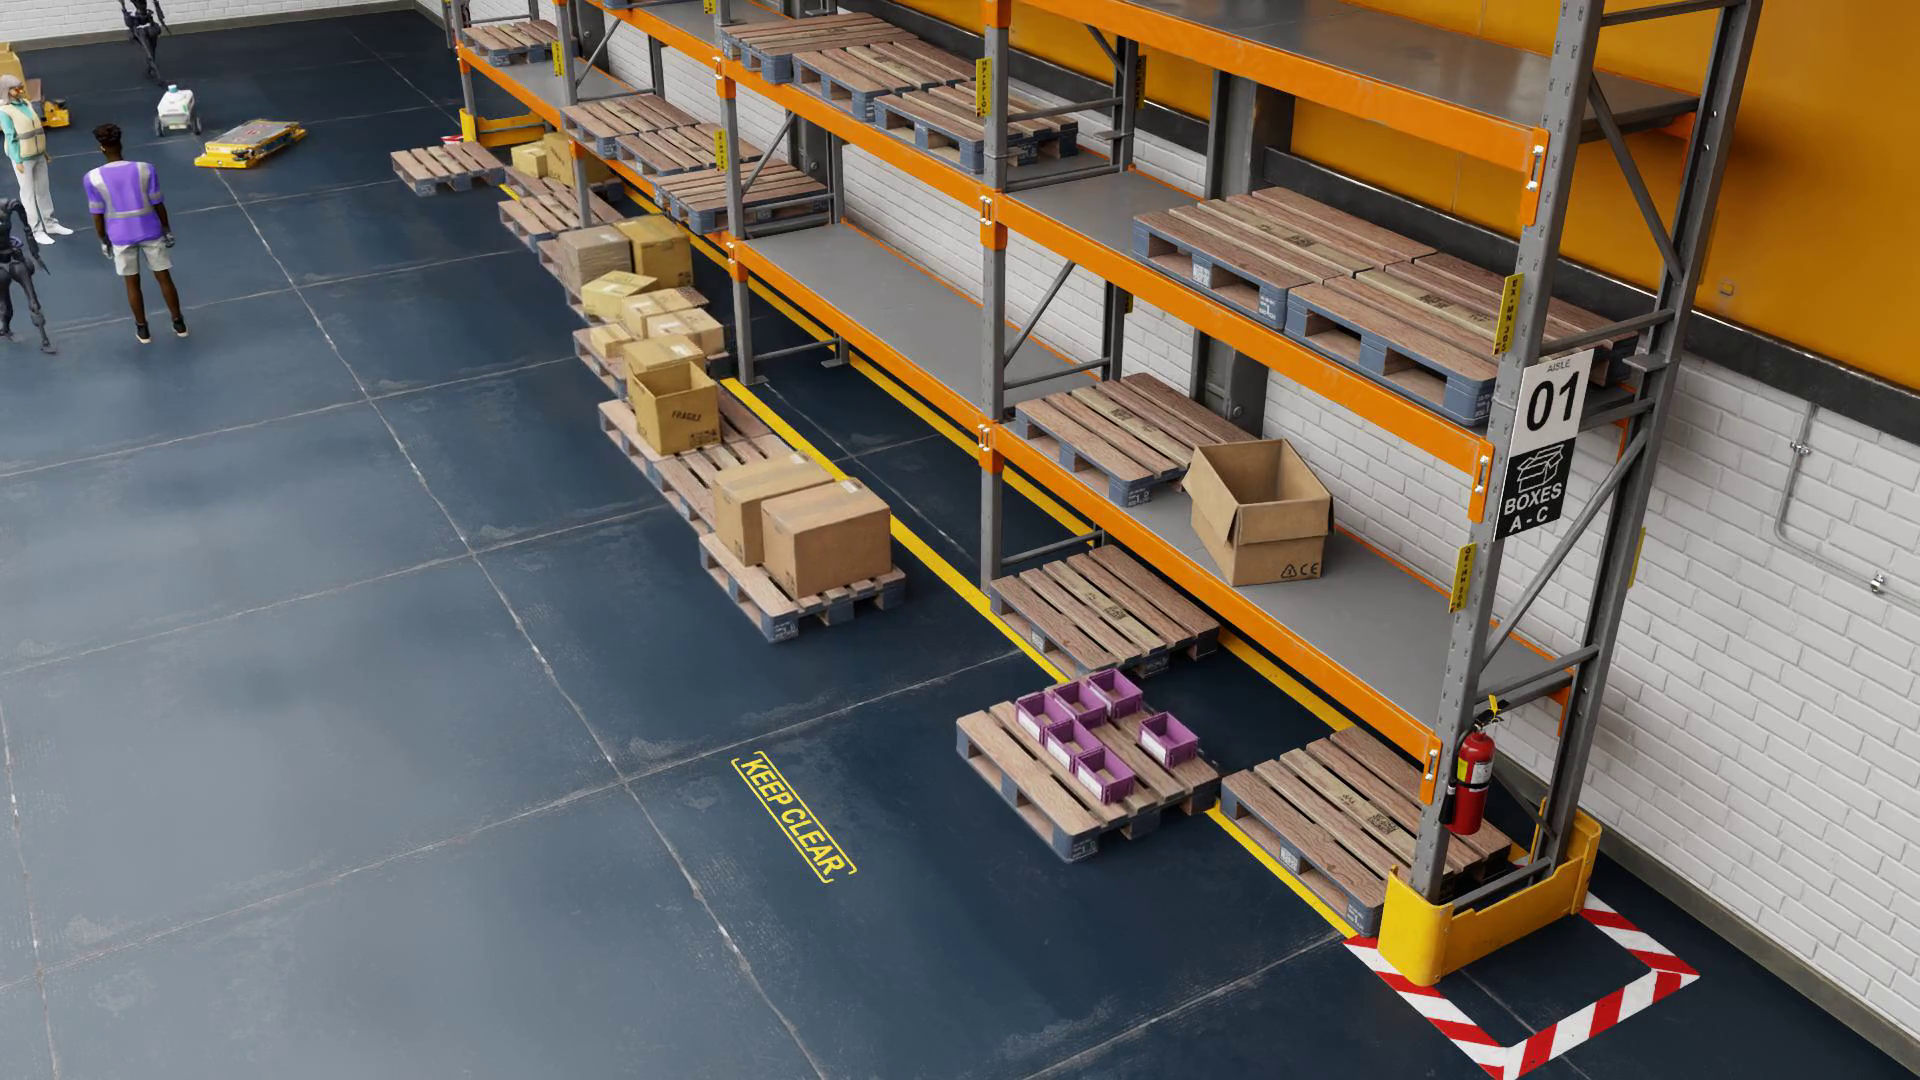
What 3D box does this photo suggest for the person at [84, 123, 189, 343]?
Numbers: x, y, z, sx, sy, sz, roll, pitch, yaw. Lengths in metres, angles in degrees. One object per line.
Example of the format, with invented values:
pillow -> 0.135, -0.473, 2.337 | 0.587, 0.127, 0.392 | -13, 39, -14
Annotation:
person -> -7.290, -2.702, 14.694 | 0.606, 1.958, 0.370 | -15, 33, -24

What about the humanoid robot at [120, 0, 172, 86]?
humanoid robot -> -11.140, -7.043, 22.711 | 0.840, 1.631, 0.603 | 20, 35, 31

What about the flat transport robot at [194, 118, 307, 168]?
flat transport robot -> -8.560, -4.792, 20.092 | 0.659, 0.231, 1.431 | 5, 30, 8

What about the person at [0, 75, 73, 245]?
person -> -9.572, -3.913, 17.076 | 0.366, 1.711, 0.462 | 4, 30, 7

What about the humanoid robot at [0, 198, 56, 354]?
humanoid robot -> -8.359, -2.444, 14.579 | 0.777, 1.614, 0.611 | 23, 37, 35

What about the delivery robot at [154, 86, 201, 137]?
delivery robot -> -9.806, -5.376, 20.837 | 0.499, 0.599, 0.784 | -8, 30, -13

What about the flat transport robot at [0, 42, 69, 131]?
flat transport robot -> -12.075, -5.322, 21.027 | 1.431, 0.231, 0.659 | -13, 32, -22
